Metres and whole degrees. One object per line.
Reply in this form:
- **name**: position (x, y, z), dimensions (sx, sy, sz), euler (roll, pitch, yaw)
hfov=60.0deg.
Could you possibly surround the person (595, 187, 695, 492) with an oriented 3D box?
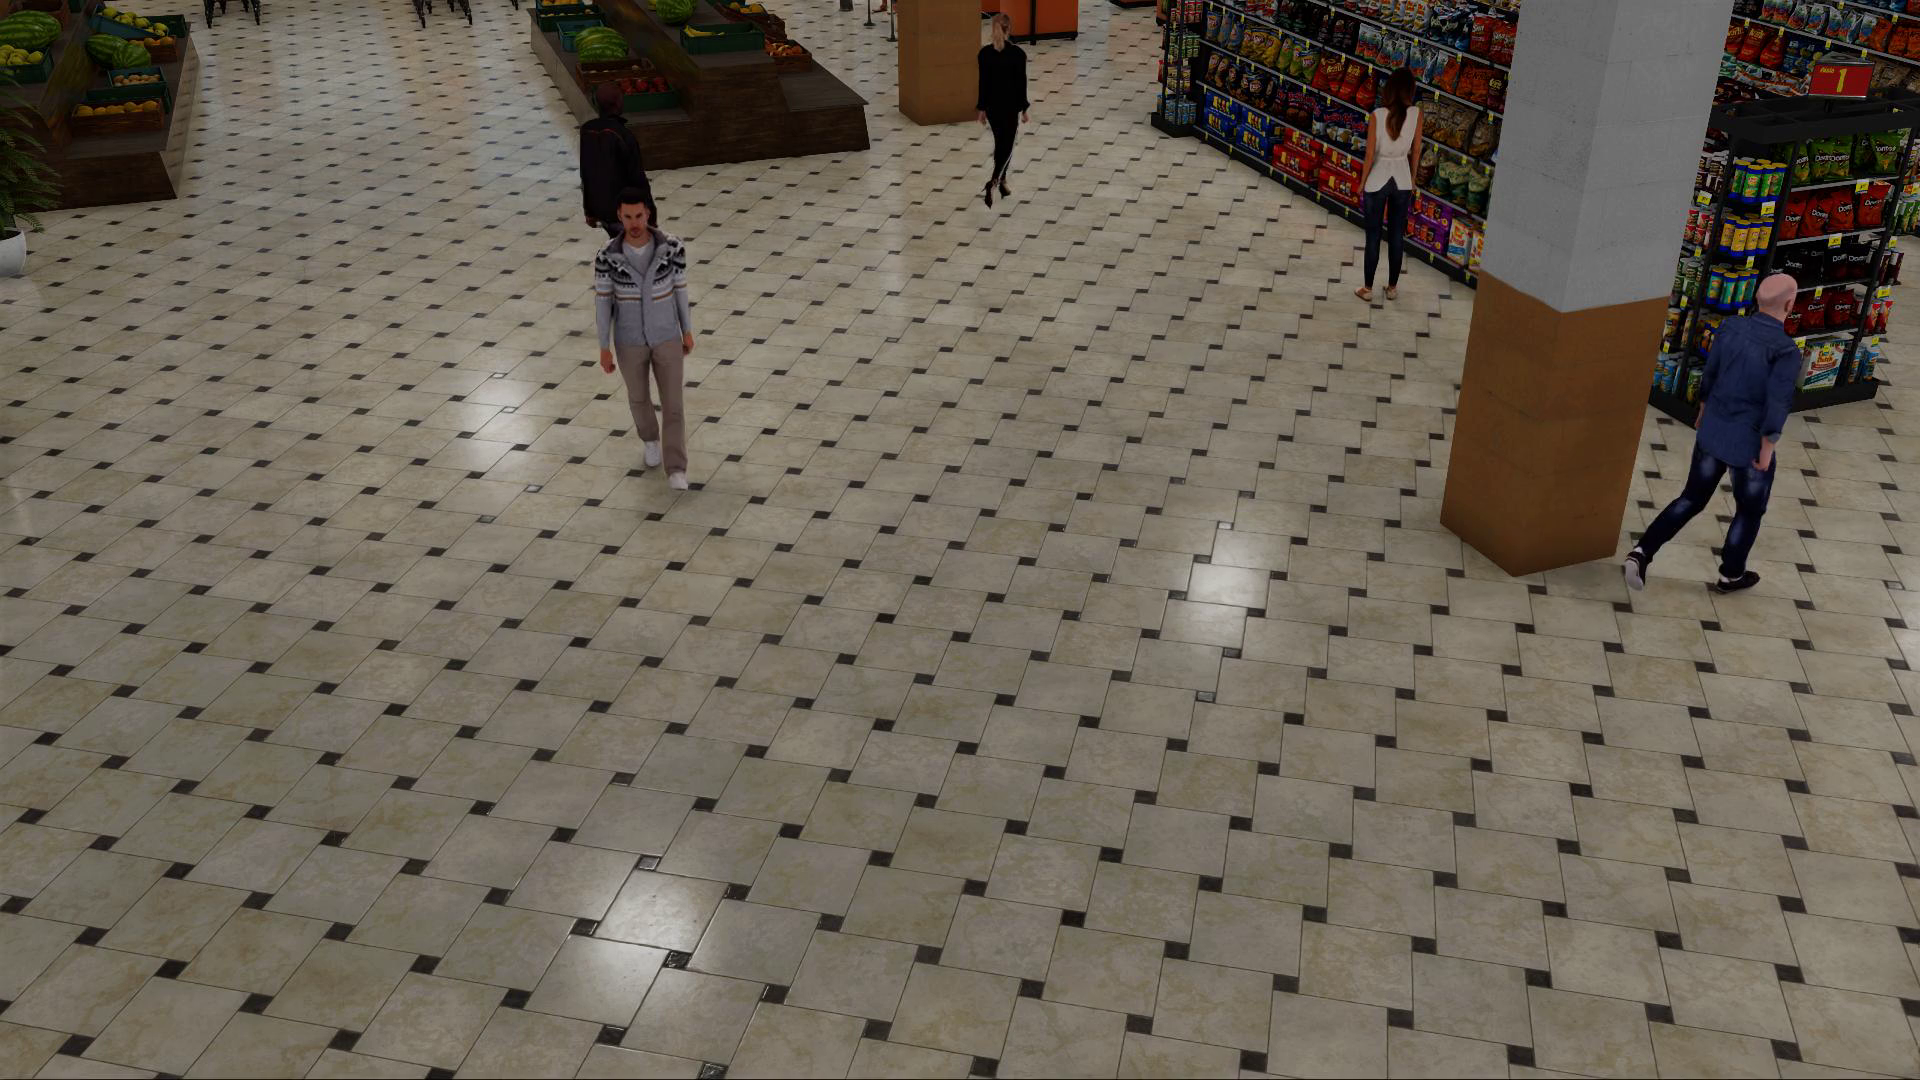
- **person**: position (-1.877, -1.240, 9.972), dimensions (0.846, 1.813, 1.199), euler (-5, 29, -9)

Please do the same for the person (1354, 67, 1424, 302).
- **person**: position (3.270, -2.696, 12.670), dimensions (0.655, 1.784, 0.624), euler (-1, 29, -2)

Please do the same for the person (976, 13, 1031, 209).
- **person**: position (0.357, -3.754, 14.714), dimensions (1.017, 1.681, 1.096), euler (11, 31, 19)

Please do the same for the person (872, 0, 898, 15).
- **person**: position (-0.982, -8.057, 22.481), dimensions (0.638, 1.791, 0.738), euler (19, 34, 31)

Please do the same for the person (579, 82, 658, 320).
- **person**: position (-2.560, -2.372, 12.052), dimensions (0.870, 1.808, 0.947), euler (17, 33, 29)

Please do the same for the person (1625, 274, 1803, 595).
- **person**: position (3.940, -0.444, 8.608), dimensions (0.854, 1.724, 1.071), euler (-13, 31, -23)
